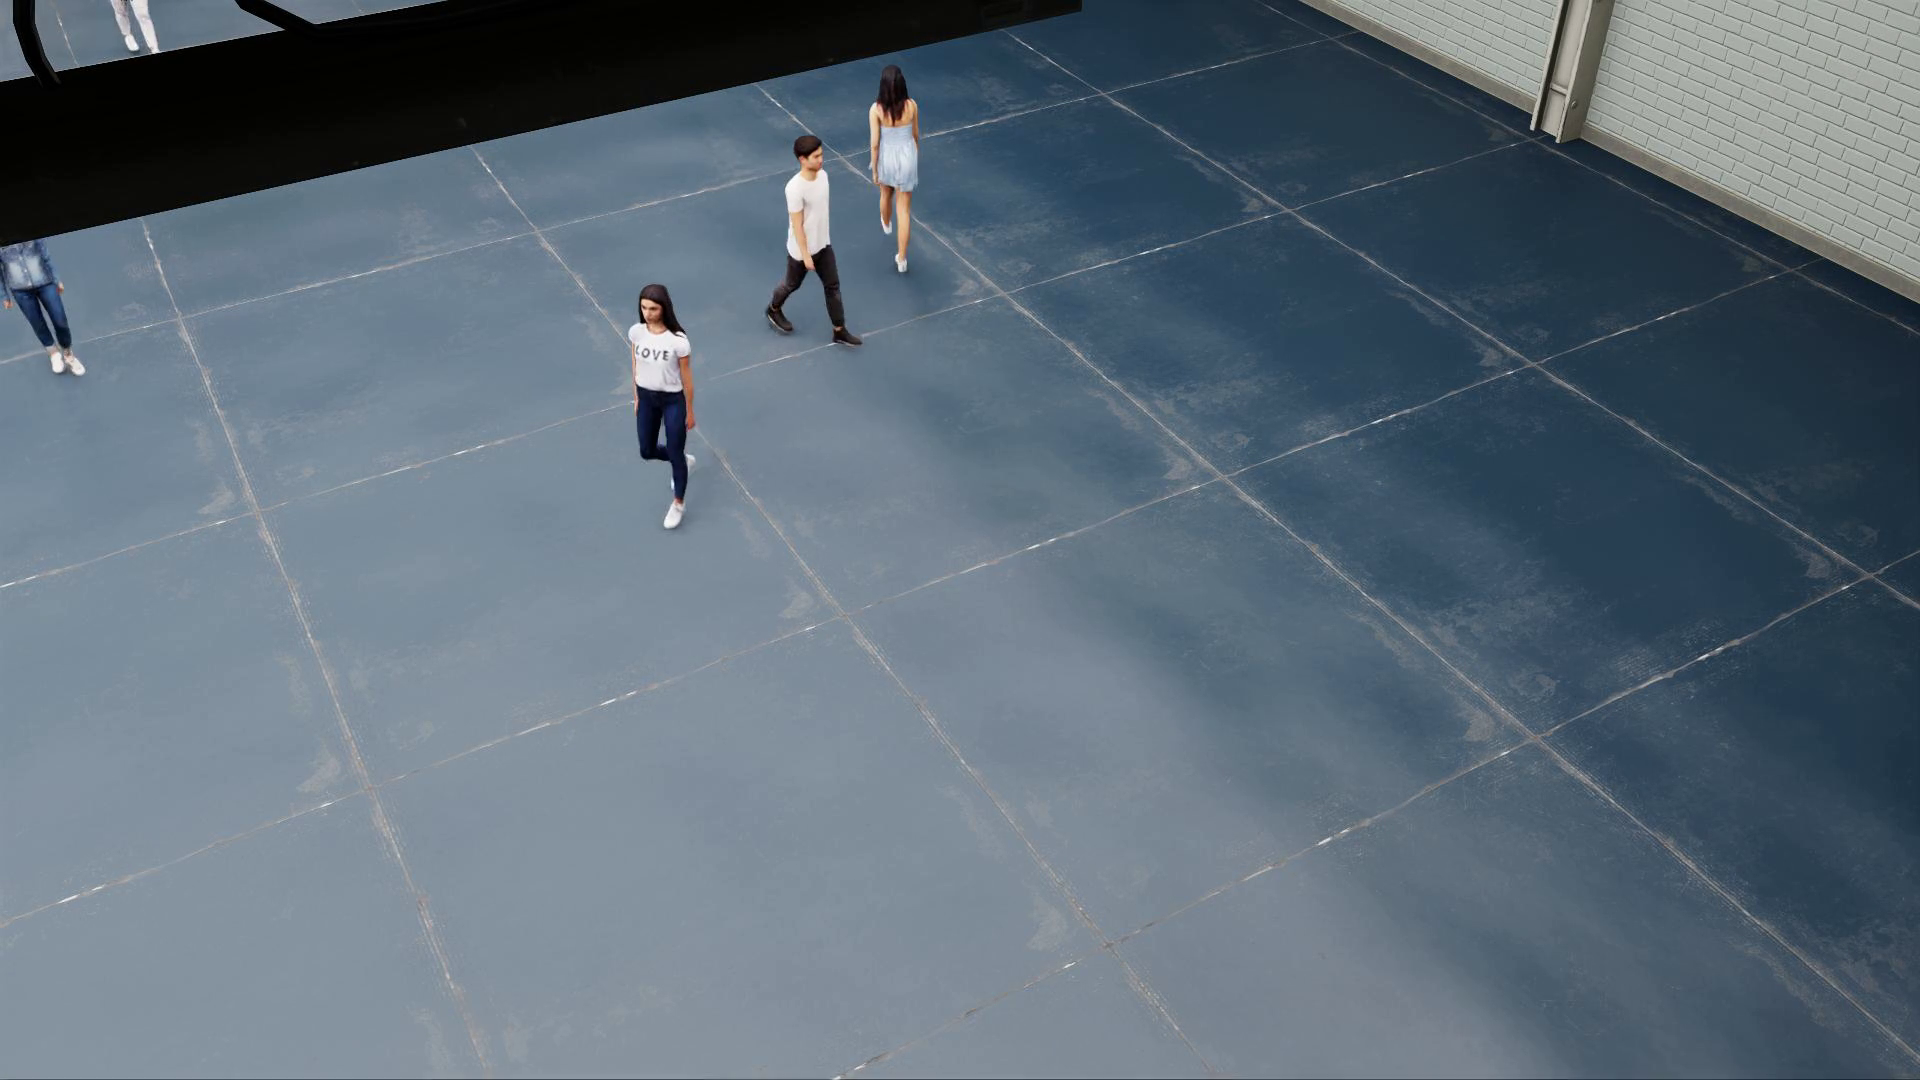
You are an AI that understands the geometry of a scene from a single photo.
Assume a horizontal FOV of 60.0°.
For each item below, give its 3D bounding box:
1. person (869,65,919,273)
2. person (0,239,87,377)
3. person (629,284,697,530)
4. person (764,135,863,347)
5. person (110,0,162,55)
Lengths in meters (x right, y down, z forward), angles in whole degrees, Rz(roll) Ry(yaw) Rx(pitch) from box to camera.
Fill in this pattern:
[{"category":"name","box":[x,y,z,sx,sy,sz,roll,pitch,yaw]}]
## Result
[{"category":"person","box":[-0.502,-3.020,13.674,0.836,1.688,1.163,-6,38,-7]},{"category":"person","box":[-6.965,-1.931,12.462,0.593,1.465,0.619,-21,43,-25]},{"category":"person","box":[-1.906,-0.924,10.932,0.839,1.765,0.890,13,40,16]},{"category":"person","box":[-1.228,-2.289,12.741,1.204,1.686,0.929,24,44,27]},{"category":"person","box":[-8.764,-5.845,17.320,0.741,1.644,1.120,-27,45,-30]}]
